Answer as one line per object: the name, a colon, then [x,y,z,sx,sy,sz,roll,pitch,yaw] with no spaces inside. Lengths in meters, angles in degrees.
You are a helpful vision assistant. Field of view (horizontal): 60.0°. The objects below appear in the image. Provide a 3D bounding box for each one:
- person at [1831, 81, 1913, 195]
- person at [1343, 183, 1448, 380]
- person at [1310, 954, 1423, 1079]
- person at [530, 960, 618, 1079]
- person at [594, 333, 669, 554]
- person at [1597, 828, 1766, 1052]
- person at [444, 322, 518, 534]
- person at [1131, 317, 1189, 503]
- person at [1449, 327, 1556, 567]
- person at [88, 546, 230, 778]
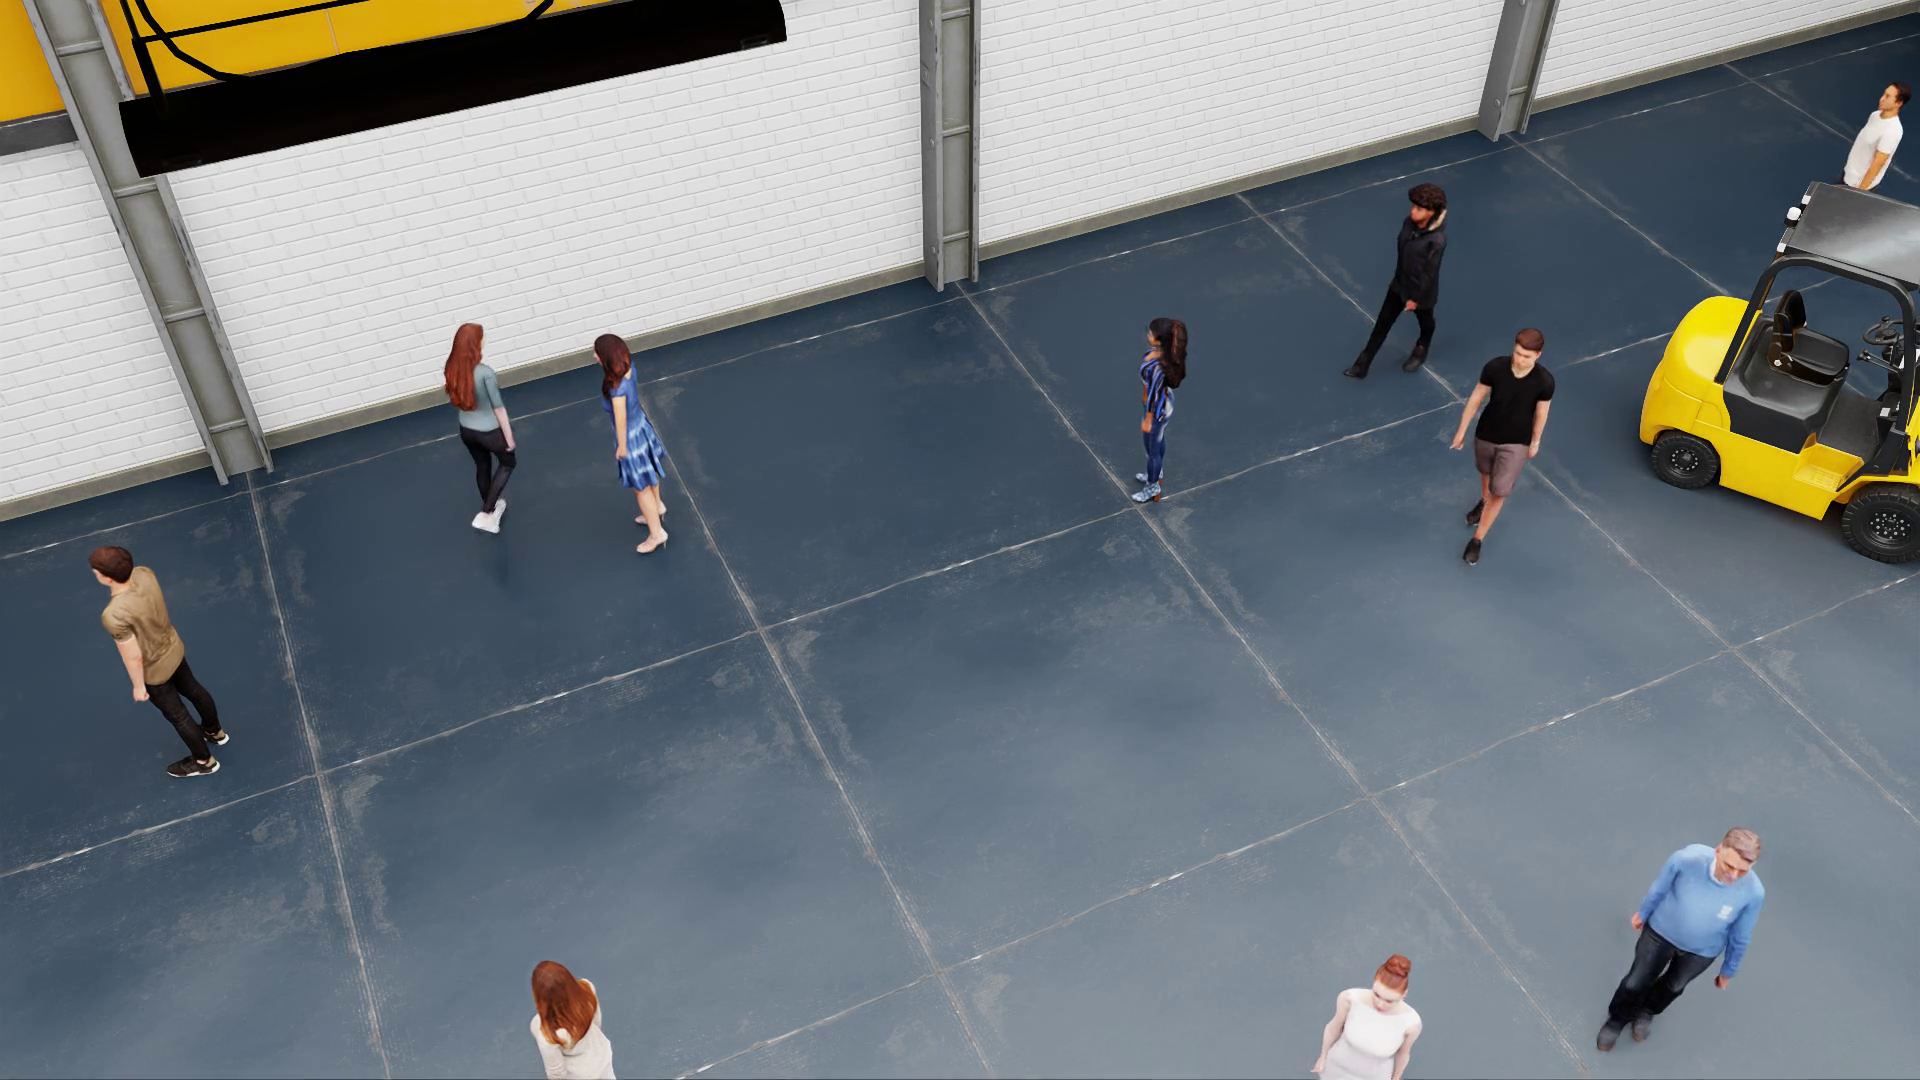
person: [7.739,-3.024,14.120,1.245,1.768,0.969,0,44,0]
person: [3.648,-2.025,13.106,1.168,1.719,0.772,-27,50,-26]
person: [1.981,2.589,8.212,0.637,1.790,0.677,18,47,18]
person: [-1.875,2.601,8.255,0.747,1.713,0.677,17,46,17]
person: [-2.300,-0.691,11.648,0.705,1.801,0.757,-5,44,-6]
person: [3.858,2.025,8.797,0.851,1.801,0.891,22,48,21]
person: [-3.366,-0.710,11.723,0.873,1.724,0.941,12,45,13]
person: [1.426,-0.953,12.056,0.740,1.616,0.696,10,45,11]
person: [3.872,-0.784,11.726,1.018,1.828,1.189,27,50,25]
person: [-4.885,0.722,10.129,0.726,1.850,0.742,1,44,1]
